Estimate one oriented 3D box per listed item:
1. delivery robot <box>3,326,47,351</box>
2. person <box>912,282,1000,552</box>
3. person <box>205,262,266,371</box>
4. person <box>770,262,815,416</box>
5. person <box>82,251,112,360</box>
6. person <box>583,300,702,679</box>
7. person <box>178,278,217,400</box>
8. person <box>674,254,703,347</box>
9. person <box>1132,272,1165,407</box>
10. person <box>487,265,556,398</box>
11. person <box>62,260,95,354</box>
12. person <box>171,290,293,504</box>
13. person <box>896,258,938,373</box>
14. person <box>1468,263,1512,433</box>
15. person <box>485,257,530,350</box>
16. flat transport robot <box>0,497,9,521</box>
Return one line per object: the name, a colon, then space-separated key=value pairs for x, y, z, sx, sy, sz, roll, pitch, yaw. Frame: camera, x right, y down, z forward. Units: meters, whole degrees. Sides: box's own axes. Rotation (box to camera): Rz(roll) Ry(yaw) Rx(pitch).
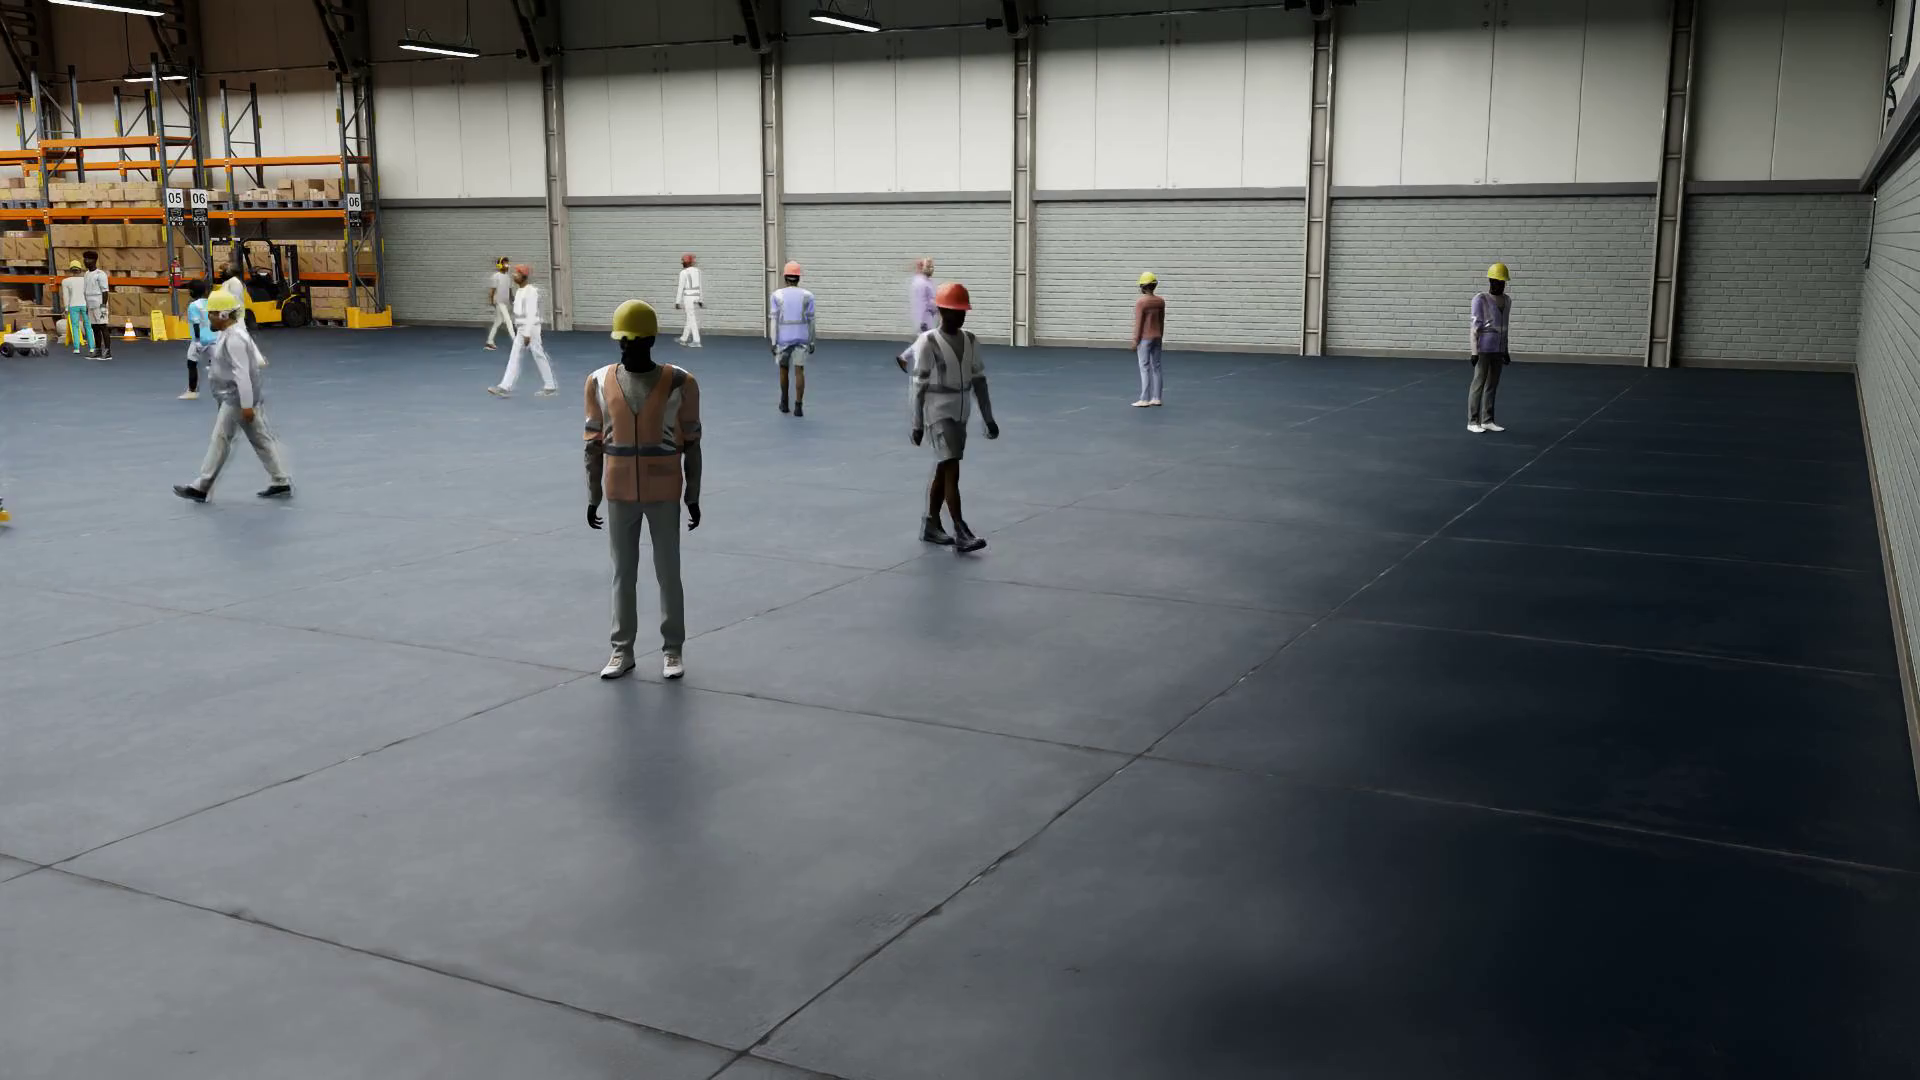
delivery robot: x=-17.270 y=-3.703 z=30.723 sx=0.707 sy=0.478 sz=0.477 roll=2 pitch=11 yaw=10
person: x=0.006 y=-0.867 z=11.834 sx=0.566 sy=1.898 sz=0.887 roll=-10 pitch=14 yaw=-43
person: x=-12.128 y=-3.734 z=27.778 sx=0.940 sy=1.801 sz=0.635 roll=-8 pitch=13 yaw=-38
person: x=-2.107 y=-2.524 z=20.882 sx=0.562 sy=1.898 sz=0.906 roll=-2 pitch=11 yaw=-9
person: x=-15.580 y=-4.225 z=29.984 sx=0.603 sy=1.966 sz=0.367 roll=7 pitch=12 yaw=33
person: x=-1.601 y=-0.245 z=8.398 sx=0.594 sy=1.922 sz=0.381 roll=0 pitch=10 yaw=1
person: x=-10.269 y=-2.738 z=22.722 sx=0.826 sy=1.667 sz=0.540 roll=1 pitch=10 yaw=4
person: x=-5.538 y=-4.818 z=33.498 sx=0.790 sy=1.858 sz=0.608 roll=5 pitch=12 yaw=27
person: x=2.461 y=-2.624 z=21.811 sx=0.532 sy=1.765 sz=0.330 roll=-9 pitch=13 yaw=-39
person: x=-6.042 y=-2.866 z=22.940 sx=0.968 sy=1.826 sz=0.602 roll=-8 pitch=13 yaw=-36
person: x=-16.712 y=-4.413 z=31.562 sx=0.523 sy=1.769 sz=0.309 roll=-6 pitch=12 yaw=-30
person: x=-6.155 y=-1.203 z=14.012 sx=0.958 sy=1.776 sz=0.613 roll=-4 pitch=11 yaw=-20
person: x=-0.632 y=-3.525 z=26.390 sx=0.674 sy=1.893 sz=0.647 roll=0 pitch=10 yaw=-2
person: x=6.067 y=-2.183 z=18.966 sx=0.594 sy=1.922 sz=0.385 roll=-6 pitch=12 yaw=-31
person: x=-8.915 y=-4.616 z=32.544 sx=1.000 sy=1.814 sz=0.530 roll=3 pitch=11 yaw=14
flat transport robot: x=-8.137 y=-0.266 z=13.025 sx=1.431 sy=0.197 sz=0.652 roll=7 pitch=13 yaw=35
